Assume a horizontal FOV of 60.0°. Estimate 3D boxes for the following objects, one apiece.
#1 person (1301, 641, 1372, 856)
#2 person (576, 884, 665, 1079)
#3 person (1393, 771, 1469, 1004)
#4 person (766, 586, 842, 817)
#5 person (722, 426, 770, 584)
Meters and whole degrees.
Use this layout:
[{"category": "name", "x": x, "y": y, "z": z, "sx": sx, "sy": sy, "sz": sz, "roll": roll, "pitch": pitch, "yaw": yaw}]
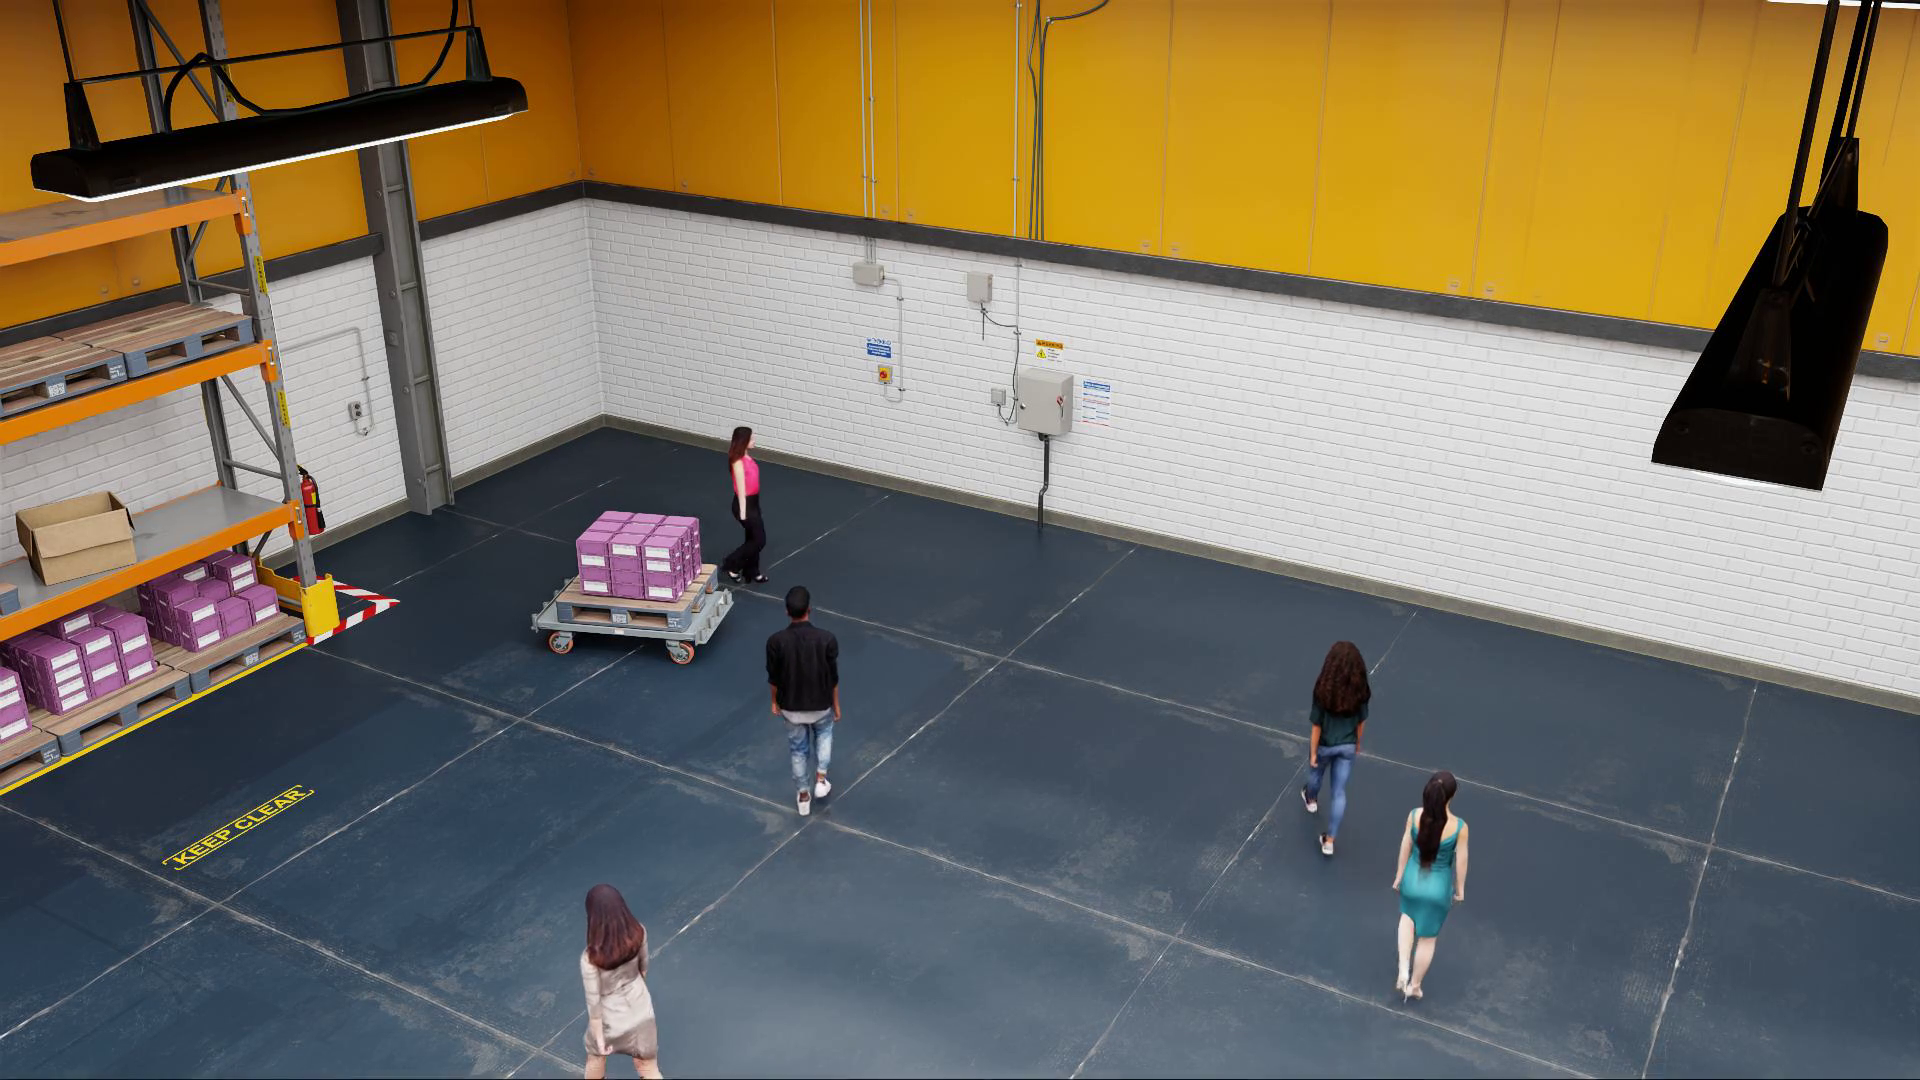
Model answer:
[{"category": "person", "x": 2.723, "y": 1.531, "z": 12.002, "sx": 0.916, "sy": 1.582, "sz": 1.104, "roll": 0, "pitch": 24, "yaw": 0}, {"category": "person", "x": -1.809, "y": 2.702, "z": 9.186, "sx": 1.103, "sy": 1.693, "sz": 0.905, "roll": -19, "pitch": 30, "yaw": -37}, {"category": "person", "x": 2.880, "y": 2.206, "z": 10.343, "sx": 0.572, "sy": 1.675, "sz": 0.580, "roll": 13, "pitch": 27, "yaw": 26}, {"category": "person", "x": -1.153, "y": 1.243, "z": 12.396, "sx": 0.841, "sy": 1.795, "sz": 0.871, "roll": -1, "pitch": 24, "yaw": -3}, {"category": "person", "x": -2.132, "y": -0.301, "z": 16.115, "sx": 0.803, "sy": 1.646, "sz": 0.753, "roll": 0, "pitch": 24, "yaw": 1}]
